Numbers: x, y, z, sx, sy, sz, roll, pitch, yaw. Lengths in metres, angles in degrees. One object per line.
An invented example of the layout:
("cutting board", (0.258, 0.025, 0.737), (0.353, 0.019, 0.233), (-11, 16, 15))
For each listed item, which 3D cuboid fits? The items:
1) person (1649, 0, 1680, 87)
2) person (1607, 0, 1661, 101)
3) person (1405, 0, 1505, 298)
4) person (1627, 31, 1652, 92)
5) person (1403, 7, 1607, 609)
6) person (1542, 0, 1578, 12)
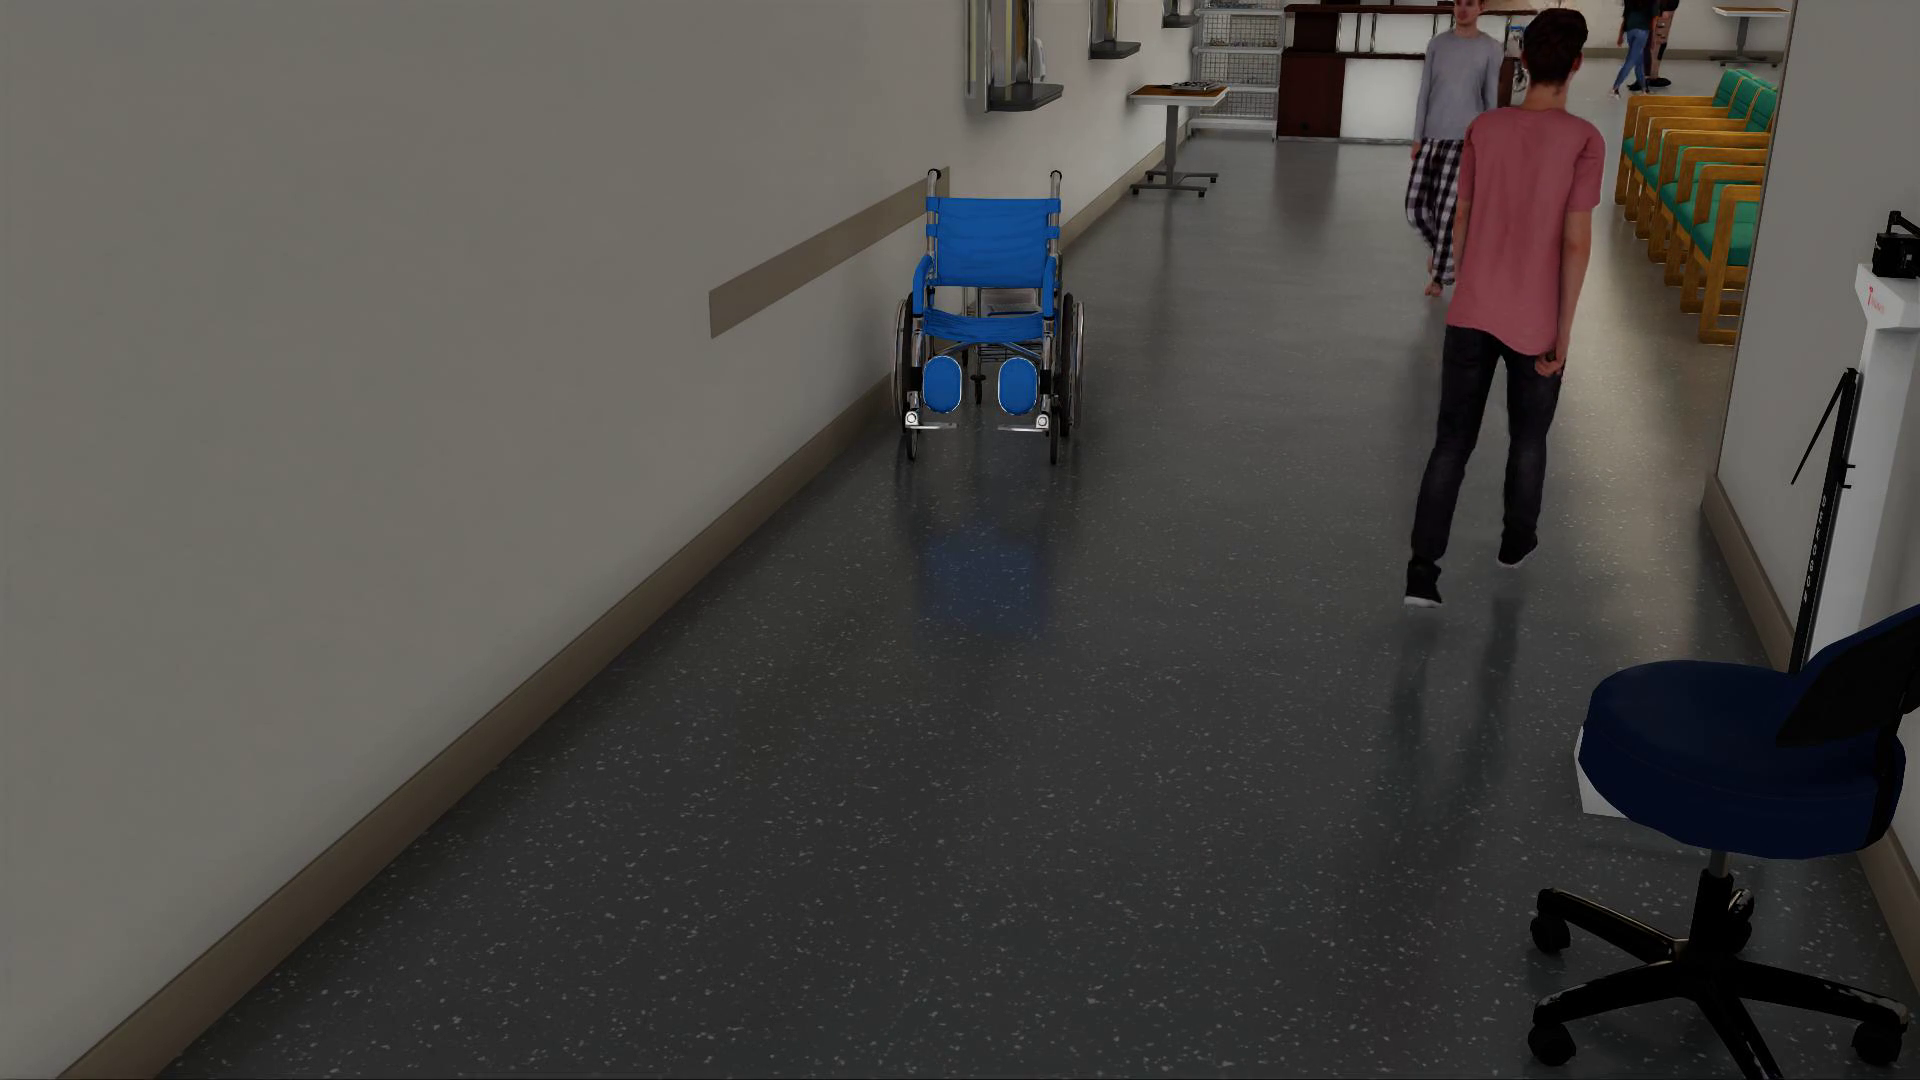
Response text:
("person", (9.452, -7.103, 22.331), (0.582, 1.925, 0.699), (6, 22, 16))
("person", (8.212, -6.128, 20.261), (1.091, 1.568, 1.080), (-14, 25, -33))
("person", (3.012, -2.434, 10.128), (0.815, 1.837, 0.822), (13, 24, 30))
("person", (8.986, -6.793, 21.769), (0.555, 1.743, 0.614), (6, 22, 16))
("person", (1.712, -0.666, 5.353), (1.261, 1.912, 0.966), (13, 24, 30))
("person", (7.622, -6.446, 21.288), (0.886, 1.435, 0.643), (5, 21, 14))
